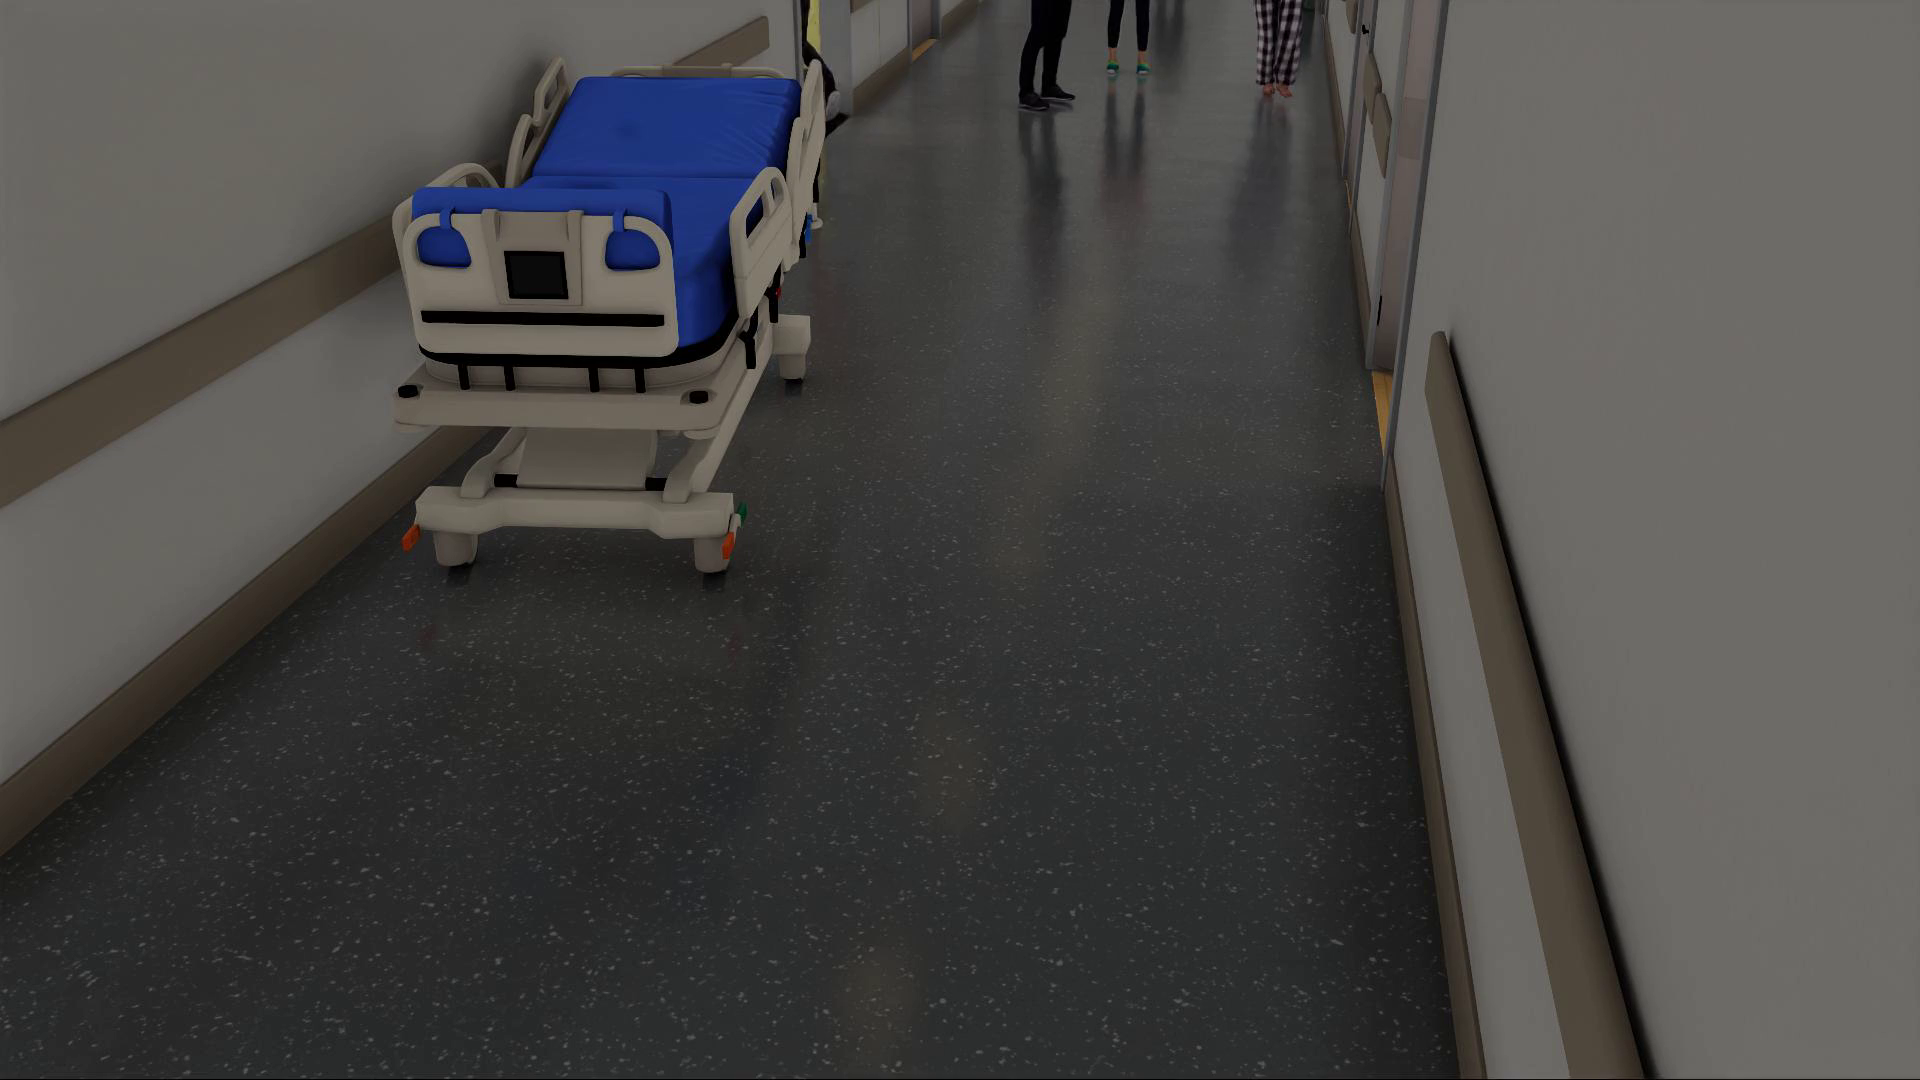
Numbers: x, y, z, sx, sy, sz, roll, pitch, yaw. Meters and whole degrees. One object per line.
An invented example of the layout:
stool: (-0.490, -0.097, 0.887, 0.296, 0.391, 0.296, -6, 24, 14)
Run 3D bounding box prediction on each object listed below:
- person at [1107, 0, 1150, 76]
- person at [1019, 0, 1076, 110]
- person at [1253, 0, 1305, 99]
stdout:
person: (1.375, -4.627, 13.340, 0.467, 1.700, 0.650, 5, 26, 11)
person: (0.649, -4.102, 12.092, 0.701, 1.838, 0.726, 17, 31, 32)
person: (2.380, -4.285, 12.482, 0.736, 1.829, 0.745, 2, 26, 3)
